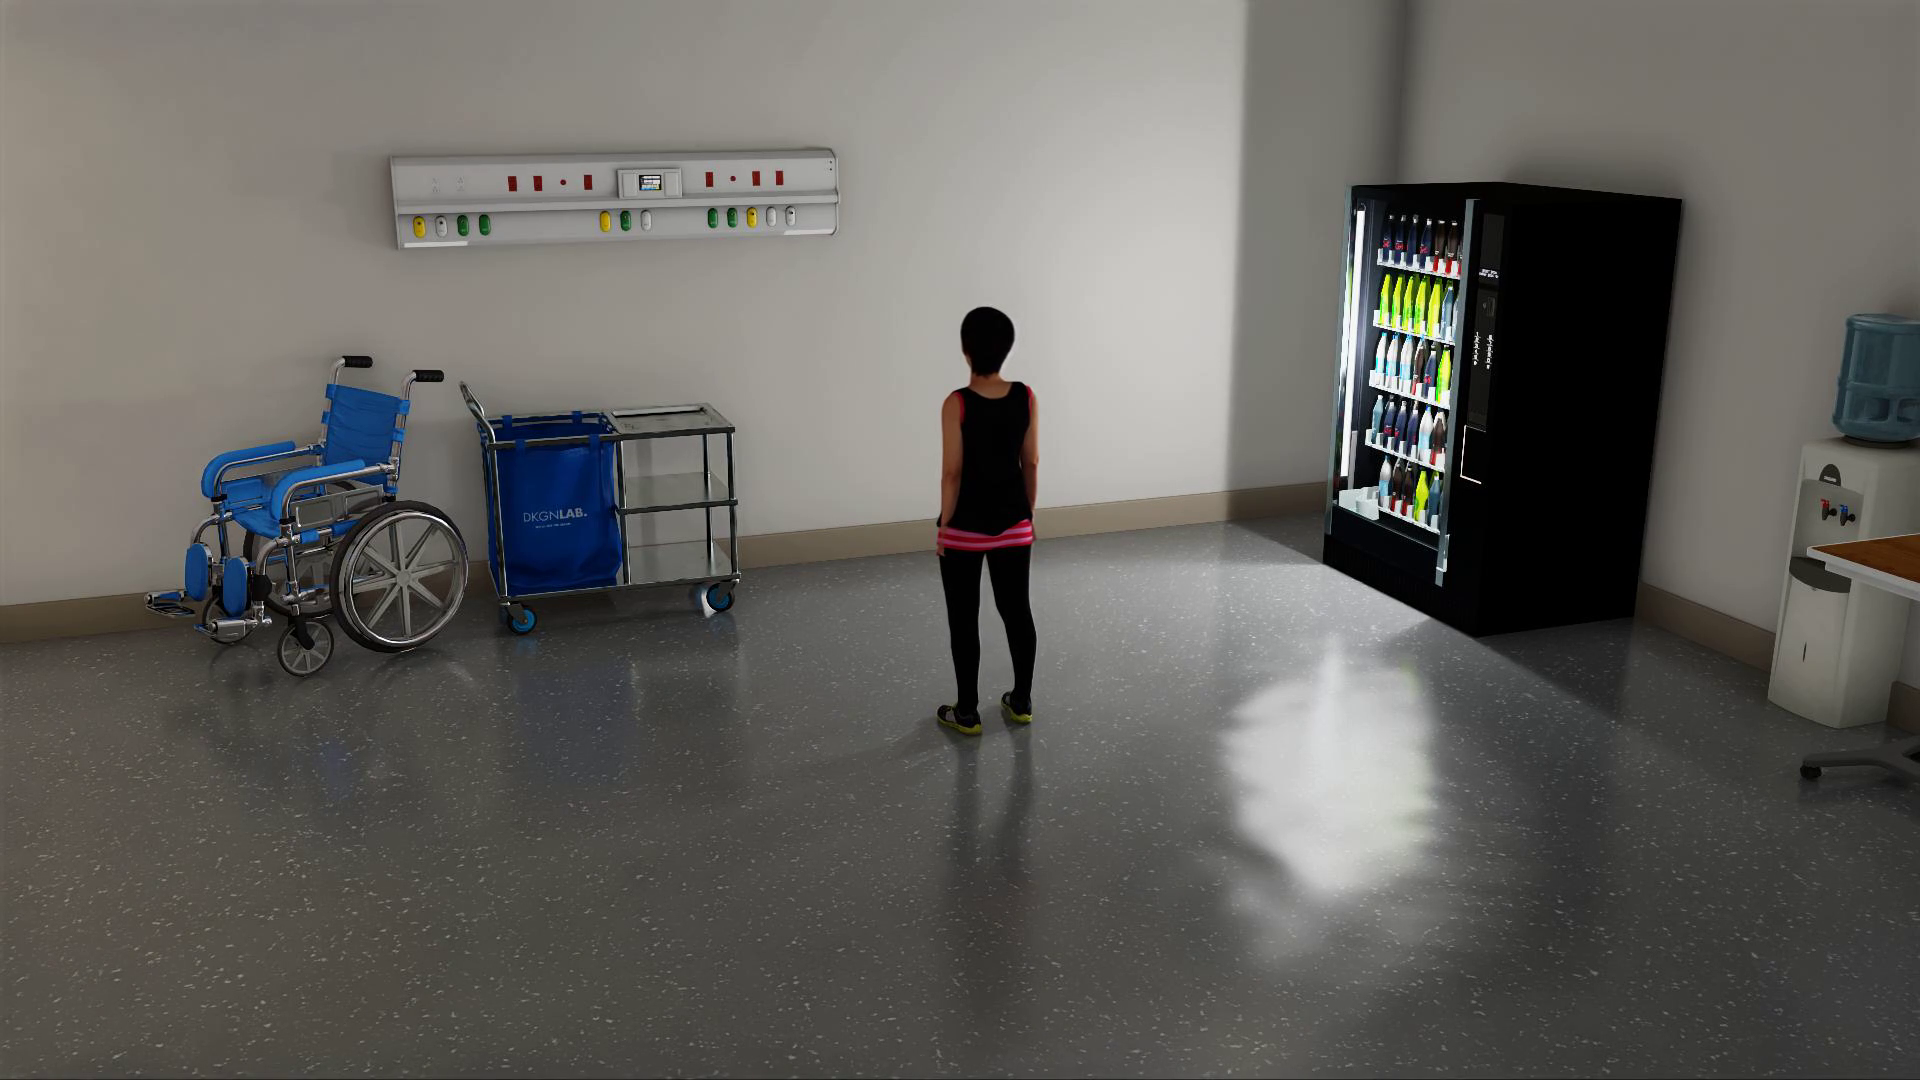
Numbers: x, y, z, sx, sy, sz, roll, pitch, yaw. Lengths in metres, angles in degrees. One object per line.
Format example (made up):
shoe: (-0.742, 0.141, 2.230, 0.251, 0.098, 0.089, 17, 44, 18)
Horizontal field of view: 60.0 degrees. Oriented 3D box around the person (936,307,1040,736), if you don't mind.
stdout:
person: (0.096, -0.071, 6.013, 0.556, 1.552, 0.518, -7, 17, -24)
